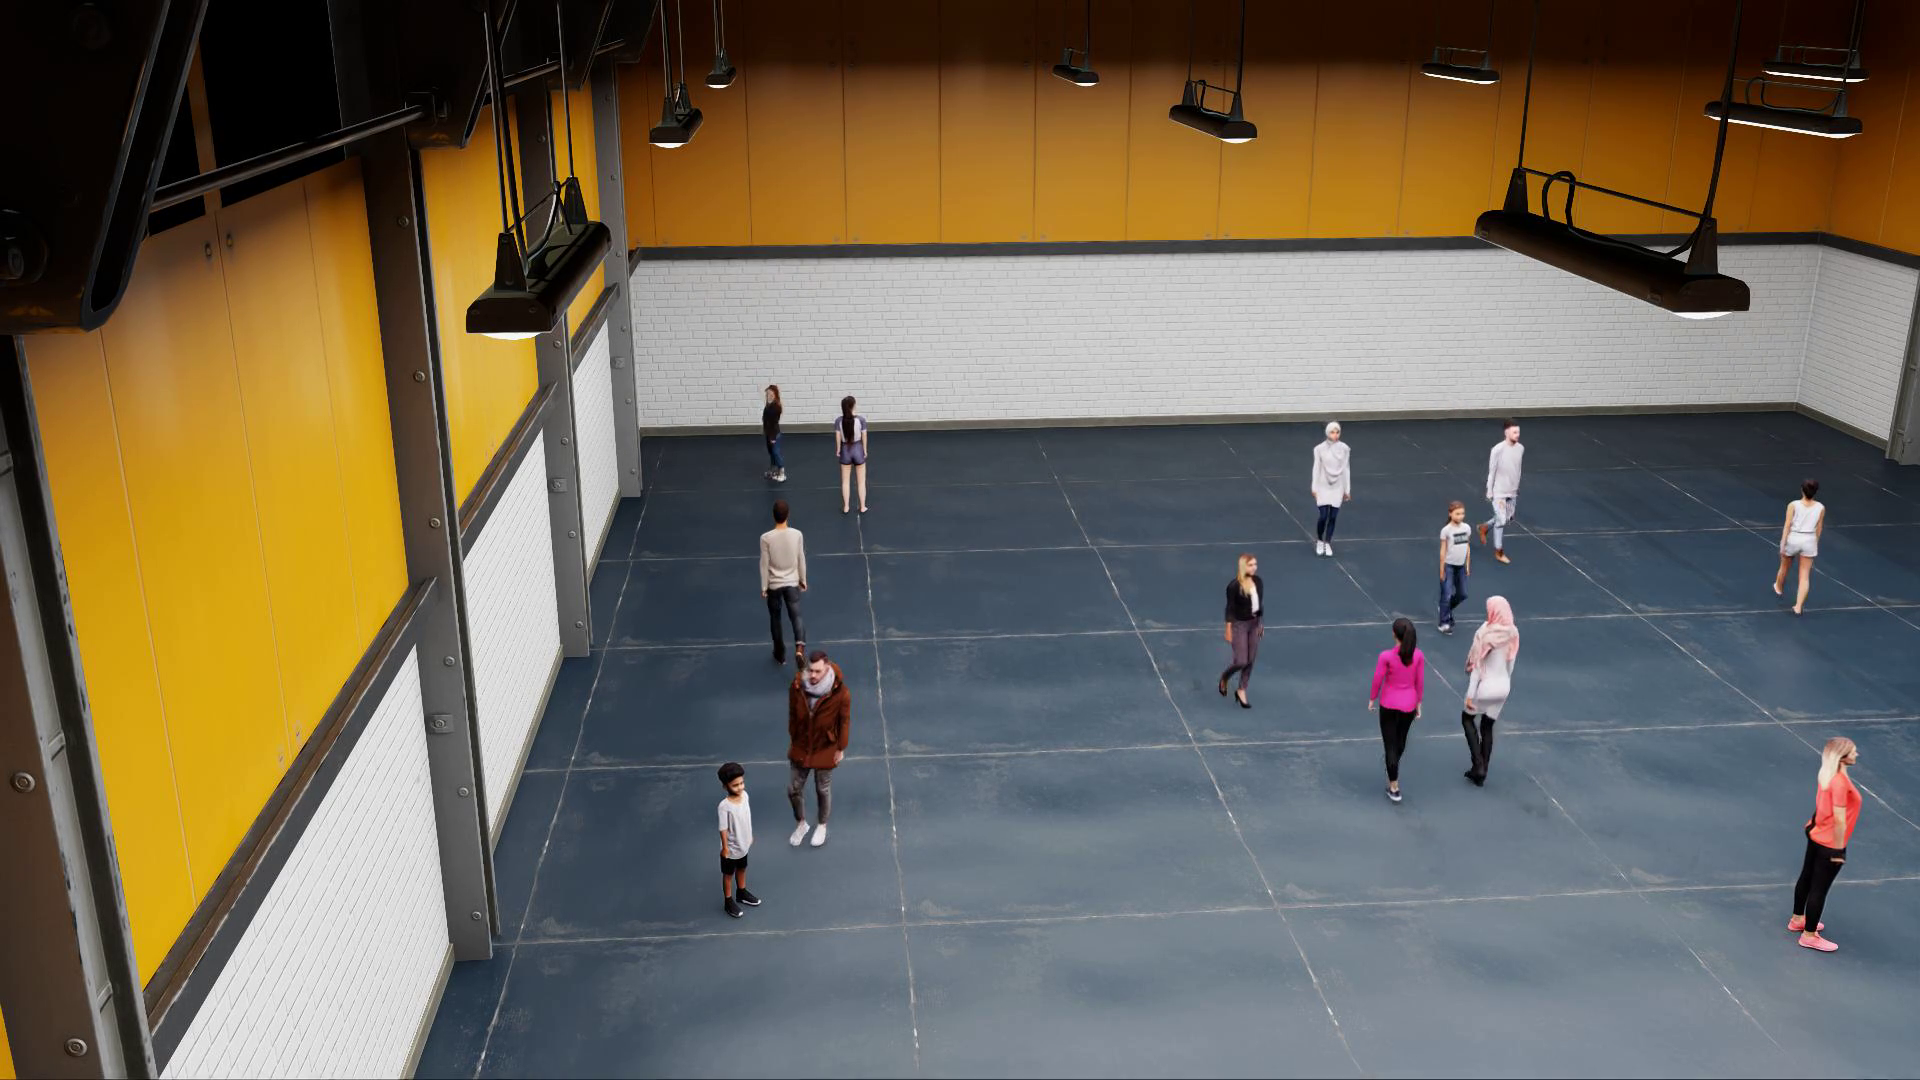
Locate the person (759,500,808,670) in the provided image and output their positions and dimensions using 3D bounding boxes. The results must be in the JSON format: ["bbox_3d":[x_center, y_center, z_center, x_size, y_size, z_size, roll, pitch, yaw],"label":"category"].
[{"bbox_3d":[-1.862,0.517,17.676,0.827,1.850,1.097,-7,20,-19],"label":"person"}]

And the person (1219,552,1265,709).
[{"bbox_3d":[2.826,0.899,16.838,0.735,1.661,0.790,-12,22,-32],"label":"person"}]

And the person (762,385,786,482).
[{"bbox_3d":[-2.781,-1.606,24.577,0.766,1.468,0.544,-2,19,-5],"label":"person"}]

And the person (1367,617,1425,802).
[{"bbox_3d":[3.944,1.535,14.926,0.591,1.676,0.927,-1,19,-3],"label":"person"}]

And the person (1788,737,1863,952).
[{"bbox_3d":[6.592,2.282,12.681,0.710,1.693,0.565,4,19,11],"label":"person"}]

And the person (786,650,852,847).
[{"bbox_3d":[-1.203,1.730,14.130,0.790,1.814,0.746,5,19,14],"label":"person"}]

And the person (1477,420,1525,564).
[{"bbox_3d":[6.874,-0.655,21.204,0.871,1.819,1.050,-8,20,-22],"label":"person"}]

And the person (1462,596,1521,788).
[{"bbox_3d":[4.862,1.423,15.096,0.714,1.780,0.702,-7,20,-19],"label":"person"}]

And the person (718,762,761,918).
[{"bbox_3d":[-1.779,2.343,13.178,0.635,1.260,0.567,13,23,34],"label":"person"}]

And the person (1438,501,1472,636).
[{"bbox_3d":[5.546,0.277,18.856,0.614,1.550,0.680,-6,19,-16],"label":"person"}]

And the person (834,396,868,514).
[{"bbox_3d":[-1.491,-1.181,23.031,0.608,1.650,0.535,0,19,1],"label":"person"}]

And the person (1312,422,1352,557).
[{"bbox_3d":[4.736,-0.670,21.337,0.646,1.762,0.615,0,19,-1],"label":"person"}]

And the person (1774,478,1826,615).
[{"bbox_3d":[9.803,0.102,19.366,0.857,1.558,1.133,6,19,17],"label":"person"}]
